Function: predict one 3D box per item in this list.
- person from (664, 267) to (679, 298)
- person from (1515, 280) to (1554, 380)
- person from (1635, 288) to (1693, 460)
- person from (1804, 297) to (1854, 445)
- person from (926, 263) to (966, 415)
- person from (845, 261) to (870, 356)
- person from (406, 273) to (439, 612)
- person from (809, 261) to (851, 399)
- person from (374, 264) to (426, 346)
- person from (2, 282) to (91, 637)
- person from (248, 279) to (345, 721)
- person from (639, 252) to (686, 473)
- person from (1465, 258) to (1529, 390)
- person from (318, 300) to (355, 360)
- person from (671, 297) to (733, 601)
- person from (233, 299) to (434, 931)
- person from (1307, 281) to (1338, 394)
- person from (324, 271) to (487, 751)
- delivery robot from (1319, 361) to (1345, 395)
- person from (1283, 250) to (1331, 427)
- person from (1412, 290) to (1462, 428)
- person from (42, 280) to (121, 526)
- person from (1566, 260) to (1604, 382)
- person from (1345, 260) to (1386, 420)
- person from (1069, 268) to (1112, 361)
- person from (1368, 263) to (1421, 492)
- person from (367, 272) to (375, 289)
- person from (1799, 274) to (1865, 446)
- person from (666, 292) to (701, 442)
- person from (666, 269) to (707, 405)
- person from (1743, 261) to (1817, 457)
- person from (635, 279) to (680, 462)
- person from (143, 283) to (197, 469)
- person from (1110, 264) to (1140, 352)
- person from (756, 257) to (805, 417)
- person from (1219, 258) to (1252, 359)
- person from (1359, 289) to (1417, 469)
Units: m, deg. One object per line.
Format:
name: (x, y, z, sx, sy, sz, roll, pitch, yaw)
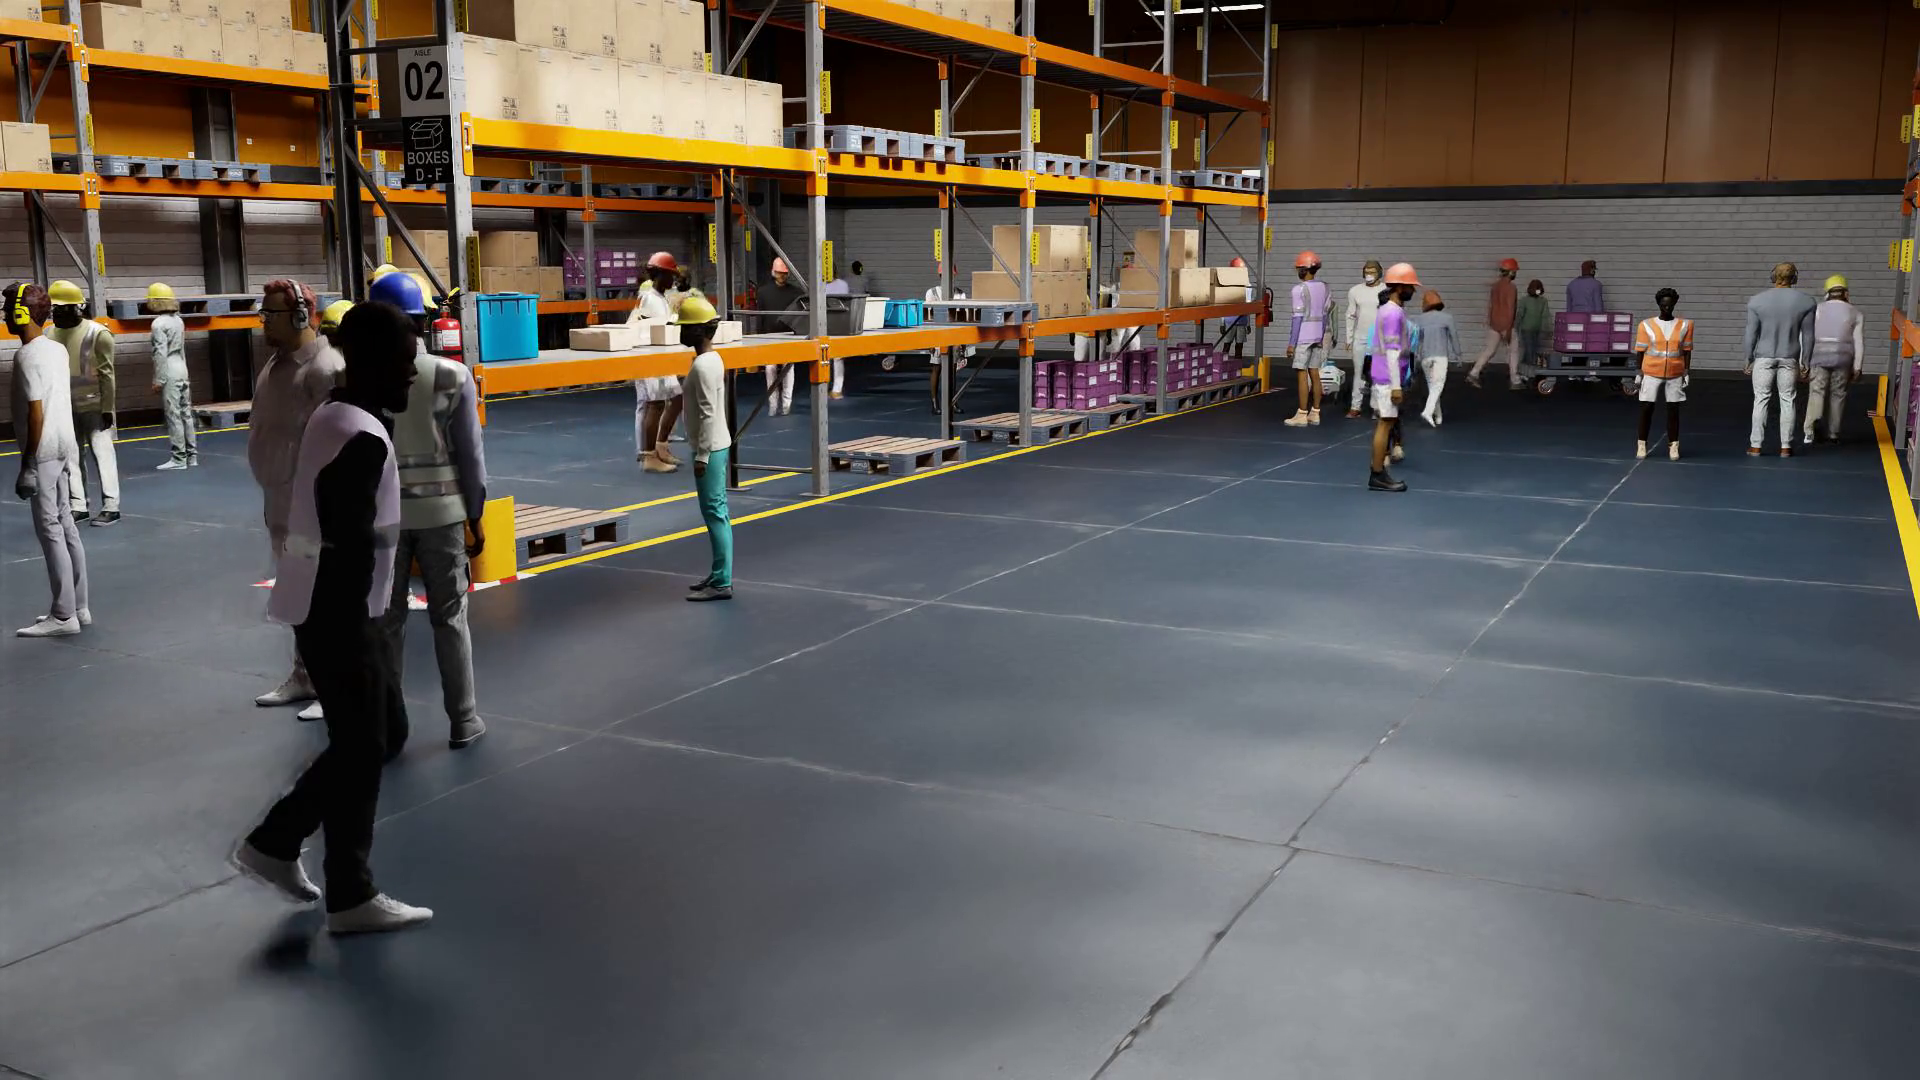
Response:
person: (-4.051, -2.977, 23.709, 0.404, 1.833, 0.593, 7, 12, 34)
person: (9.038, -3.273, 26.118, 0.513, 1.592, 0.832, -3, 10, -18)
person: (6.872, -1.618, 16.278, 0.533, 1.687, 0.320, 2, 10, 13)
person: (9.196, -1.816, 17.595, 0.498, 1.627, 0.277, 4, 10, 21)
person: (-0.164, -2.536, 20.854, 0.545, 1.939, 0.354, -5, 11, -28)
person: (-2.000, -4.530, 32.614, 0.517, 1.865, 0.327, 0, 10, -2)
person: (-3.150, -0.549, 9.442, 0.466, 1.906, 0.600, 1, 10, 4)
person: (-1.796, -2.905, 23.012, 0.648, 1.930, 0.480, 7, 12, 36)
person: (-4.632, -1.278, 13.598, 0.585, 1.928, 0.369, -7, 12, -35)
person: (-4.872, -0.421, 8.821, 0.323, 1.866, 0.530, -2, 10, -10)
person: (-2.886, -0.176, 7.281, 0.642, 1.909, 0.408, 9, 13, 41)
person: (-2.711, -1.619, 15.262, 0.514, 2.025, 0.622, -1, 10, -3)
person: (7.959, -3.181, 24.574, 0.976, 1.960, 0.616, -3, 10, -15)
person: (-3.343, -0.420, 9.100, 0.533, 1.767, 0.327, 0, 10, 2)
person: (-1.502, -0.526, 9.715, 0.325, 1.767, 0.533, -1, 10, -4)
person: (-1.823, 0.247, 4.884, 0.530, 1.889, 0.630, -3, 10, -19)
person: (5.081, -2.849, 23.579, 0.549, 1.607, 0.745, 2, 10, 9)
person: (-2.219, -0.101, 6.726, 0.601, 1.949, 0.384, -2, 10, -12)
delivery robot: (4.999, -2.172, 22.473, 0.477, 0.478, 0.707, 3, 10, 19)
person: (4.044, -2.347, 19.445, 0.607, 2.048, 0.365, -8, 13, -40)
person: (5.521, -2.118, 19.407, 0.570, 1.591, 0.793, 7, 12, 34)
person: (-6.535, -1.002, 12.327, 0.586, 1.824, 0.405, 1, 10, 7)
person: (9.849, -3.437, 26.161, 0.408, 1.909, 0.638, -6, 12, -32)
person: (4.987, -2.425, 20.214, 0.635, 1.936, 0.354, 5, 11, 29)
person: (1.801, -2.842, 22.934, 0.628, 1.837, 0.429, -1, 10, -6)
person: (3.695, -1.383, 14.185, 0.376, 1.938, 0.545, 2, 10, 10)
person: (-5.598, -1.688, 16.225, 0.624, 1.844, 0.430, 5, 11, 27)
person: (9.098, -1.870, 17.383, 0.624, 1.804, 0.616, 6, 11, 30)
person: (-2.941, -1.863, 17.934, 0.772, 1.595, 0.523, -10, 14, -44)
person: (-3.648, -2.726, 22.312, 0.632, 1.820, 0.801, 4, 11, 23)
person: (8.109, -1.784, 16.496, 0.635, 1.938, 0.359, 4, 11, 21)
person: (-2.964, -1.621, 16.053, 0.525, 1.769, 0.309, 8, 13, 39)
person: (-7.434, -1.526, 15.600, 0.315, 1.739, 0.531, 0, 10, -1)
person: (2.557, -3.238, 25.185, 0.586, 1.838, 0.934, -3, 10, -17)
person: (-2.189, -2.490, 20.480, 0.642, 1.966, 0.772, -1, 10, -5)
person: (4.252, -3.369, 25.665, 0.545, 1.942, 0.351, -3, 10, -19)
person: (4.006, -1.514, 15.626, 0.555, 1.686, 0.390, -4, 11, -24)
